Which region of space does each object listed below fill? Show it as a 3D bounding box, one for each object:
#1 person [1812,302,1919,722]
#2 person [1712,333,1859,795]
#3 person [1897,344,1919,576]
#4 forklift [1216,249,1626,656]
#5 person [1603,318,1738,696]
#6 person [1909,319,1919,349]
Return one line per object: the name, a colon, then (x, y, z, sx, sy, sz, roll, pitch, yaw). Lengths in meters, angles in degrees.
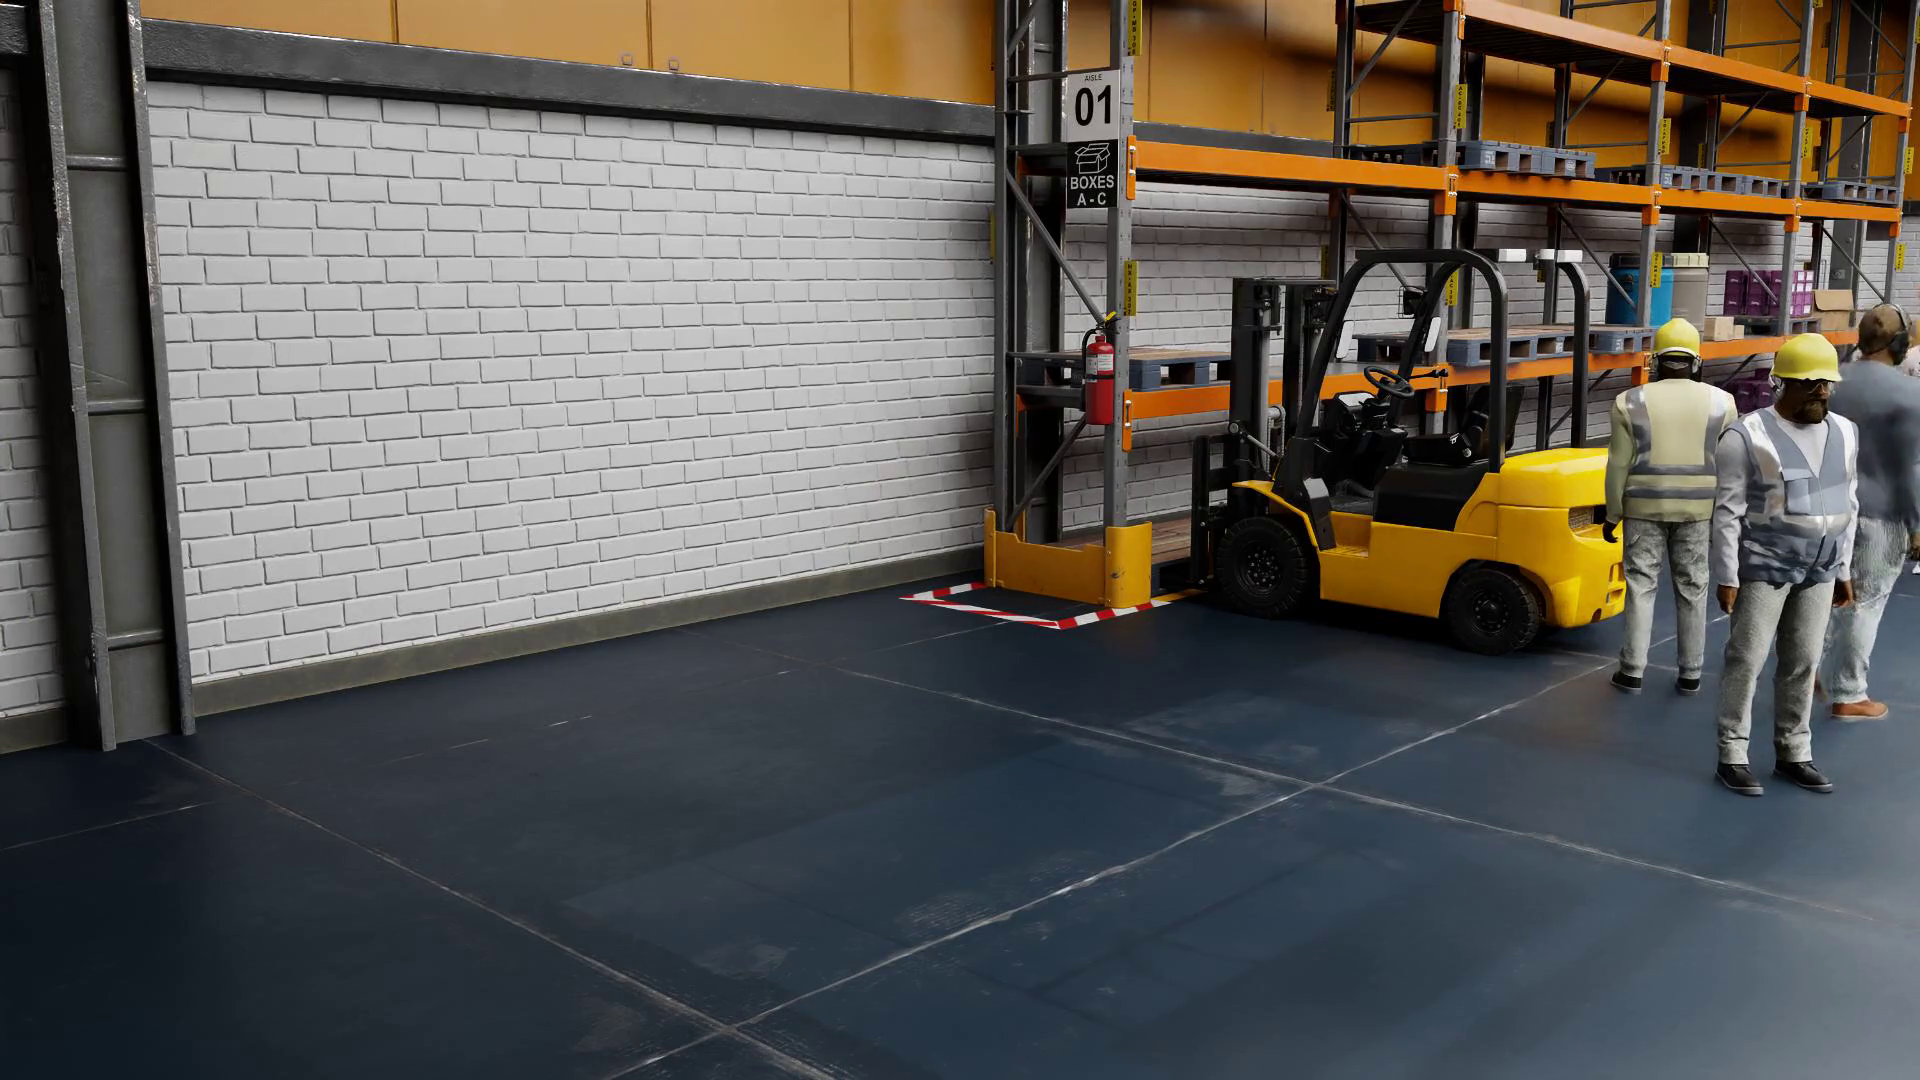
person: (4.130, -0.109, 7.564, 0.431, 1.926, 0.628, -2, 9, -11)
person: (3.253, 0.103, 6.551, 0.596, 1.826, 0.403, -2, 9, -10)
person: (6.447, -0.634, 10.954, 0.670, 1.859, 0.974, 8, 12, 41)
forklift: (2.710, -0.584, 9.626, 2.313, 2.155, 1.214, 9, 13, 43)
person: (3.424, -0.150, 8.067, 0.587, 1.834, 0.403, 2, 9, 11)
person: (9.723, -1.598, 16.721, 0.551, 1.912, 0.823, 7, 11, 35)
